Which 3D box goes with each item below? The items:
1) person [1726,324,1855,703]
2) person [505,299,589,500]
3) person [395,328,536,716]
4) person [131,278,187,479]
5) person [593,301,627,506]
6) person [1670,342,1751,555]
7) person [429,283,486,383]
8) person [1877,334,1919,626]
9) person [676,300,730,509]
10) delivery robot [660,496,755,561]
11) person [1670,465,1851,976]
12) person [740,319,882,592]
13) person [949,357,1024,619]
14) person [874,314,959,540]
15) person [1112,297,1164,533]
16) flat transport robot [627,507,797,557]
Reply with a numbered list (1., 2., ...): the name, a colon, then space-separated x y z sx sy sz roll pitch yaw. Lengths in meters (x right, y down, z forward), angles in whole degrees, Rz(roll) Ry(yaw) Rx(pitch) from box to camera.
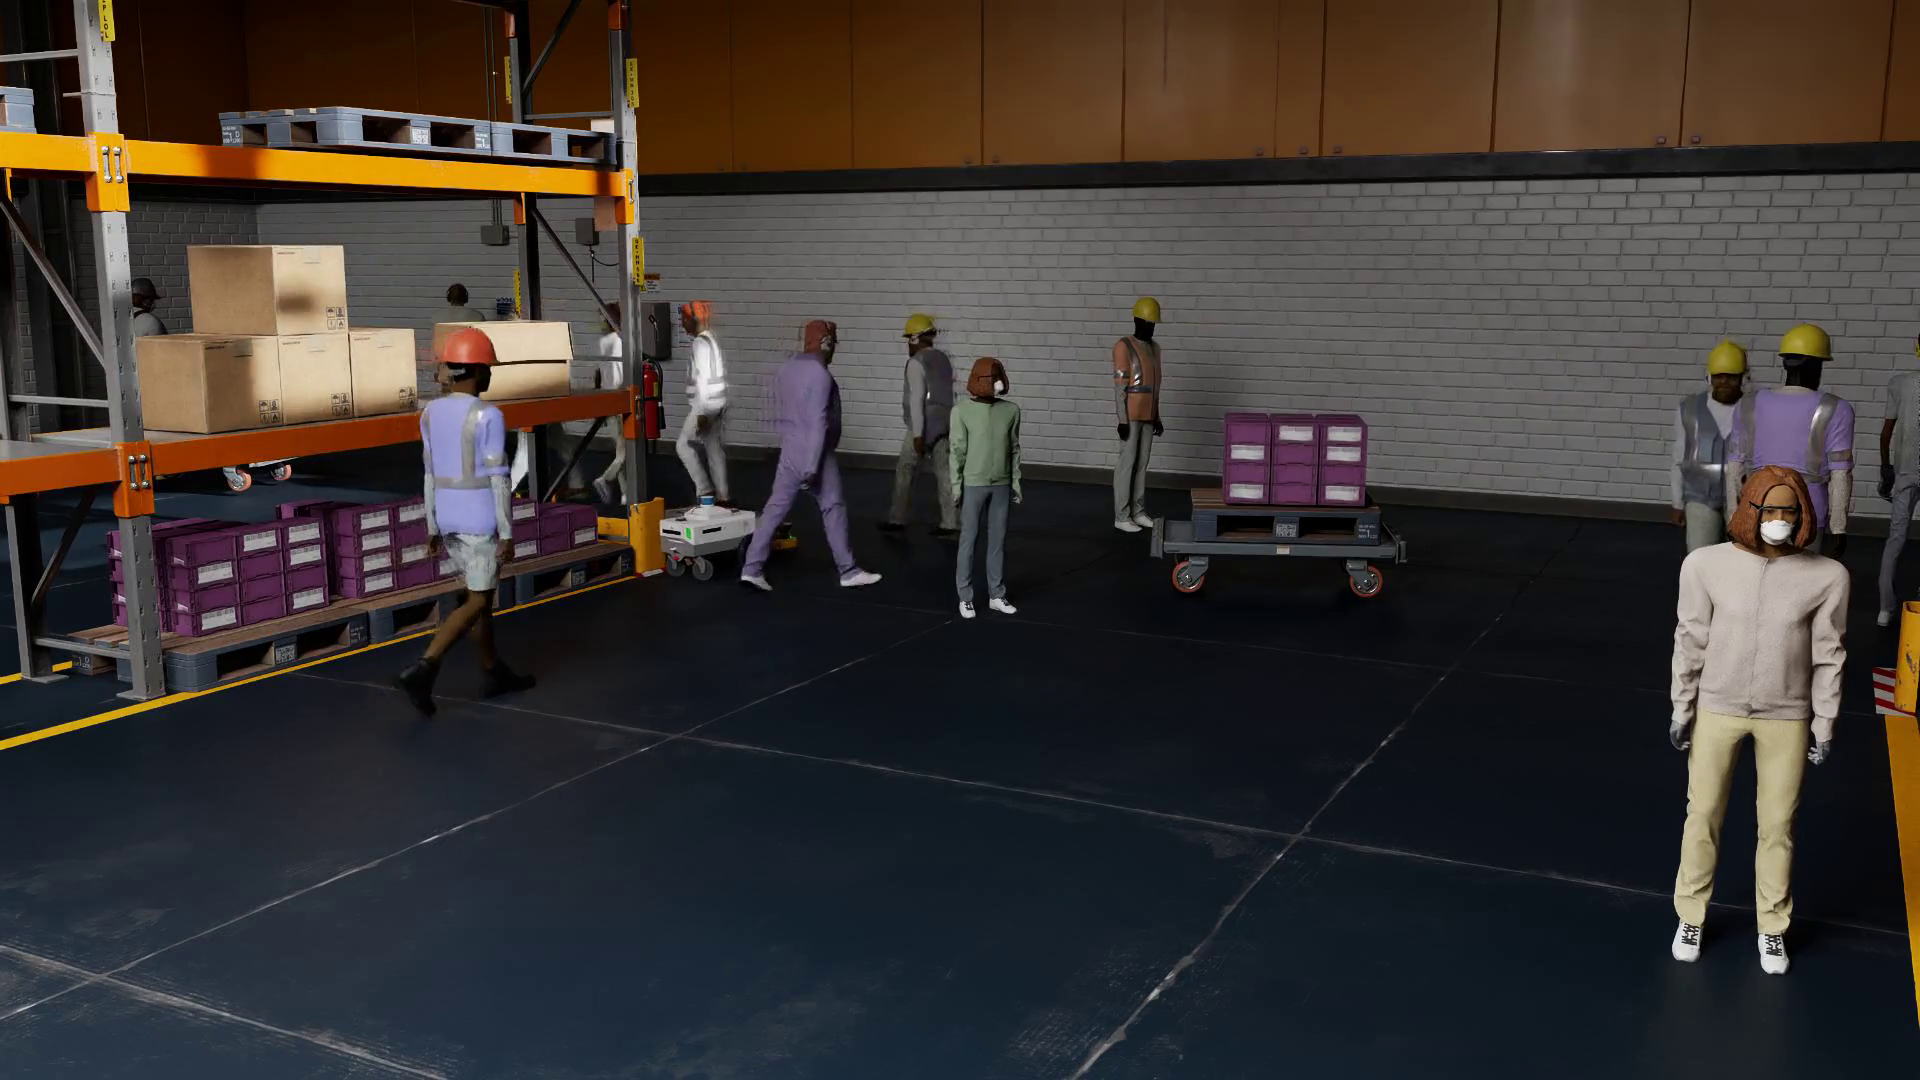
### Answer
1. person: 4.215 -0.131 8.467 0.384 1.922 0.594 -9 14 -44
2. person: -3.883 -1.243 15.053 1.078 1.861 0.706 -4 11 -23
3. person: -2.503 -0.089 8.279 0.559 1.917 0.840 7 12 35
4. person: -8.210 -1.636 16.847 0.673 2.000 0.536 4 11 24
5. person: -3.078 -1.204 14.894 0.509 1.854 0.677 6 11 31
6. person: 4.448 -0.259 9.669 0.600 1.782 0.965 5 11 25
7. person: -5.713 -1.962 19.032 0.635 1.937 0.352 -2 10 -12
8. person: 5.826 -0.378 10.066 0.327 1.868 0.514 -6 11 -31
9. person: -2.272 -1.161 14.573 0.520 1.867 0.629 1 10 4
10. delivery robot: -1.790 -0.072 11.818 0.477 0.478 0.707 7 12 37
11. person: 2.523 0.568 5.292 0.496 1.629 0.277 4 11 21
12. person: -1.051 -0.554 11.179 1.028 1.849 0.651 -7 12 -34
13. person: 0.167 -0.331 10.458 0.507 1.636 0.274 -5 11 -27
14. person: -0.326 -0.902 13.312 0.833 1.791 0.606 7 12 33
15. person: 1.484 -1.029 13.689 0.381 1.919 0.584 8 13 38
16. flat transport robot: -1.971 -0.086 12.989 0.652 0.197 1.431 -9 13 -43
